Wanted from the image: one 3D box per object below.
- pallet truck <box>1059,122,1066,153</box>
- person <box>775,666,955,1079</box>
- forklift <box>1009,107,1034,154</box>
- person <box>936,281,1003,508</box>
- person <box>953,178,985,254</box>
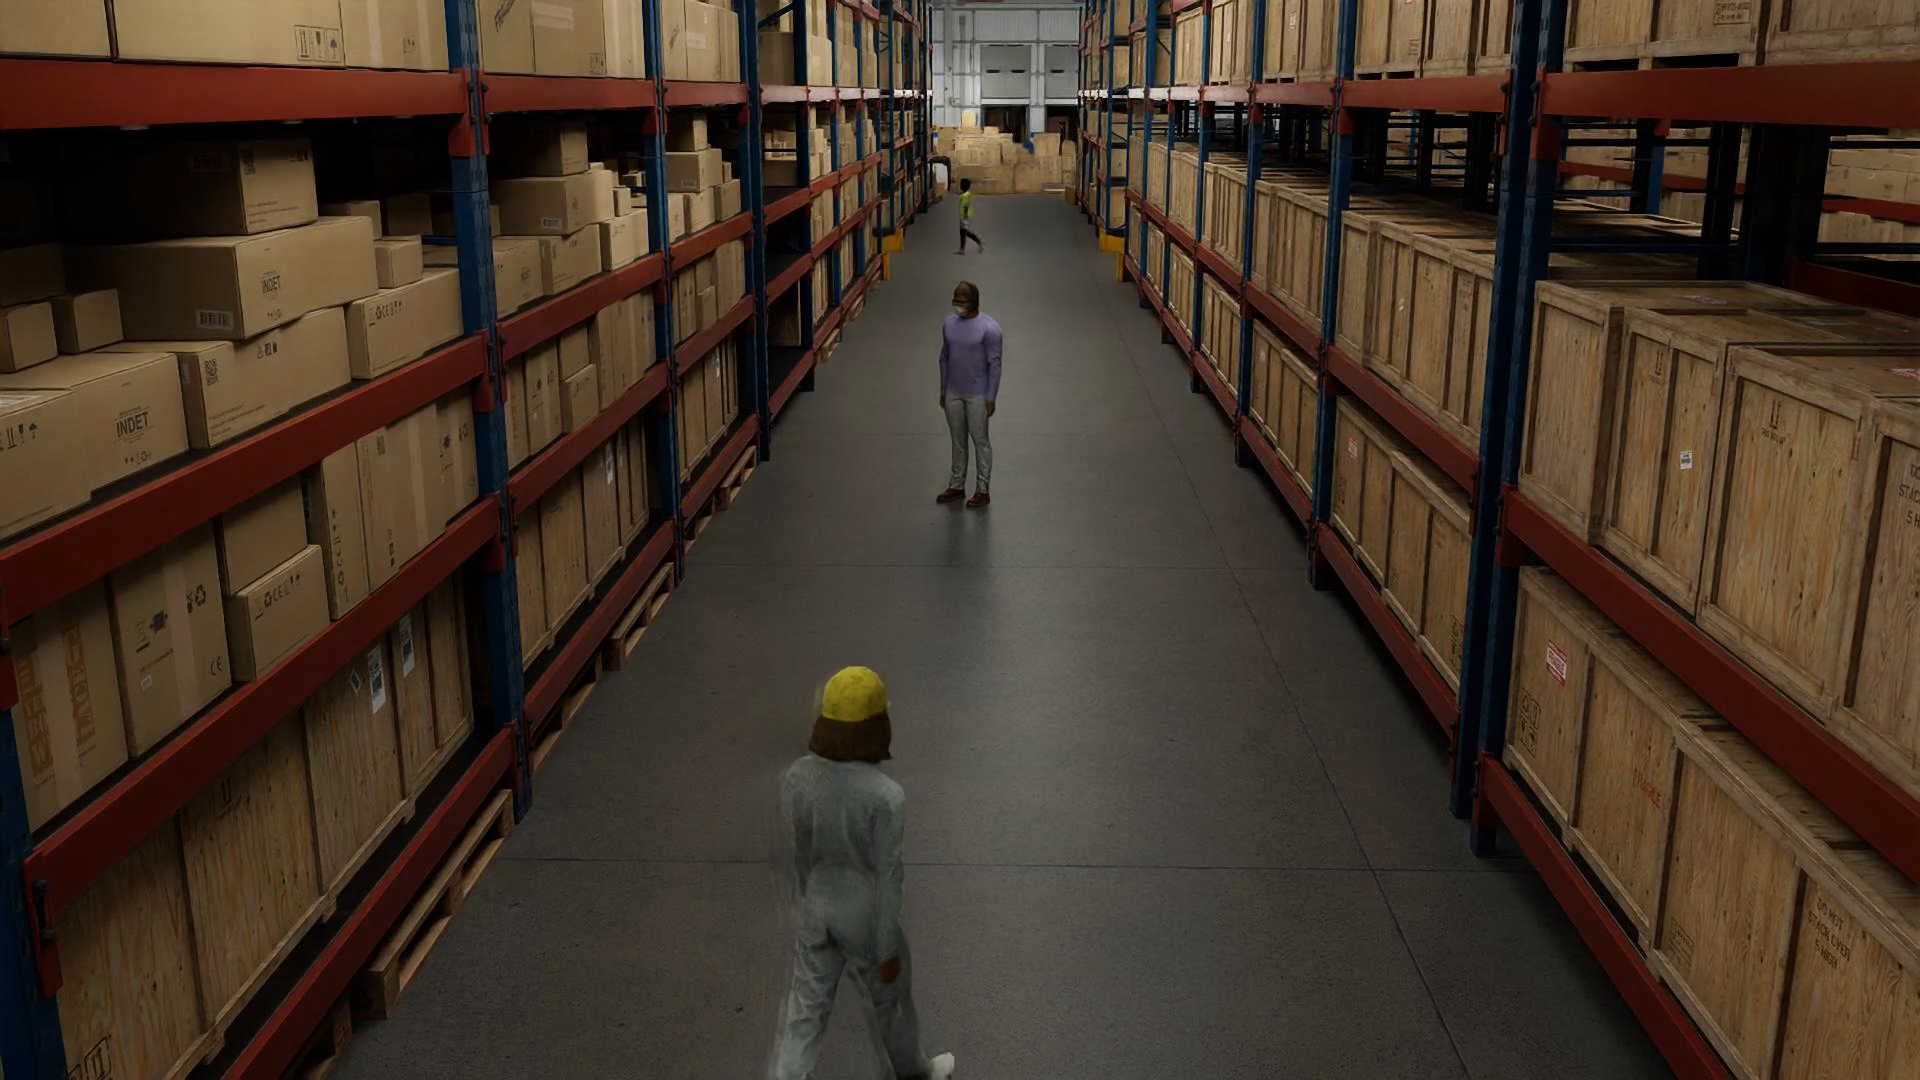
[{"bbox_3d":[5.788,-21.111,88.014,1.885,1.965,0.823,5,16,18],"label":"pallet truck"},{"bbox_3d":[-0.361,1.226,5.479,0.508,1.690,0.920,10,18,32],"label":"person"},{"bbox_3d":[2.728,-19.831,81.578,1.873,2.768,1.129,8,17,27],"label":"forklift"},{"bbox_3d":[0.073,-1.246,14.225,0.627,1.934,0.372,12,19,37],"label":"person"},{"bbox_3d":[0.194,-7.096,36.478,0.625,1.679,0.540,0,15,2],"label":"person"}]
